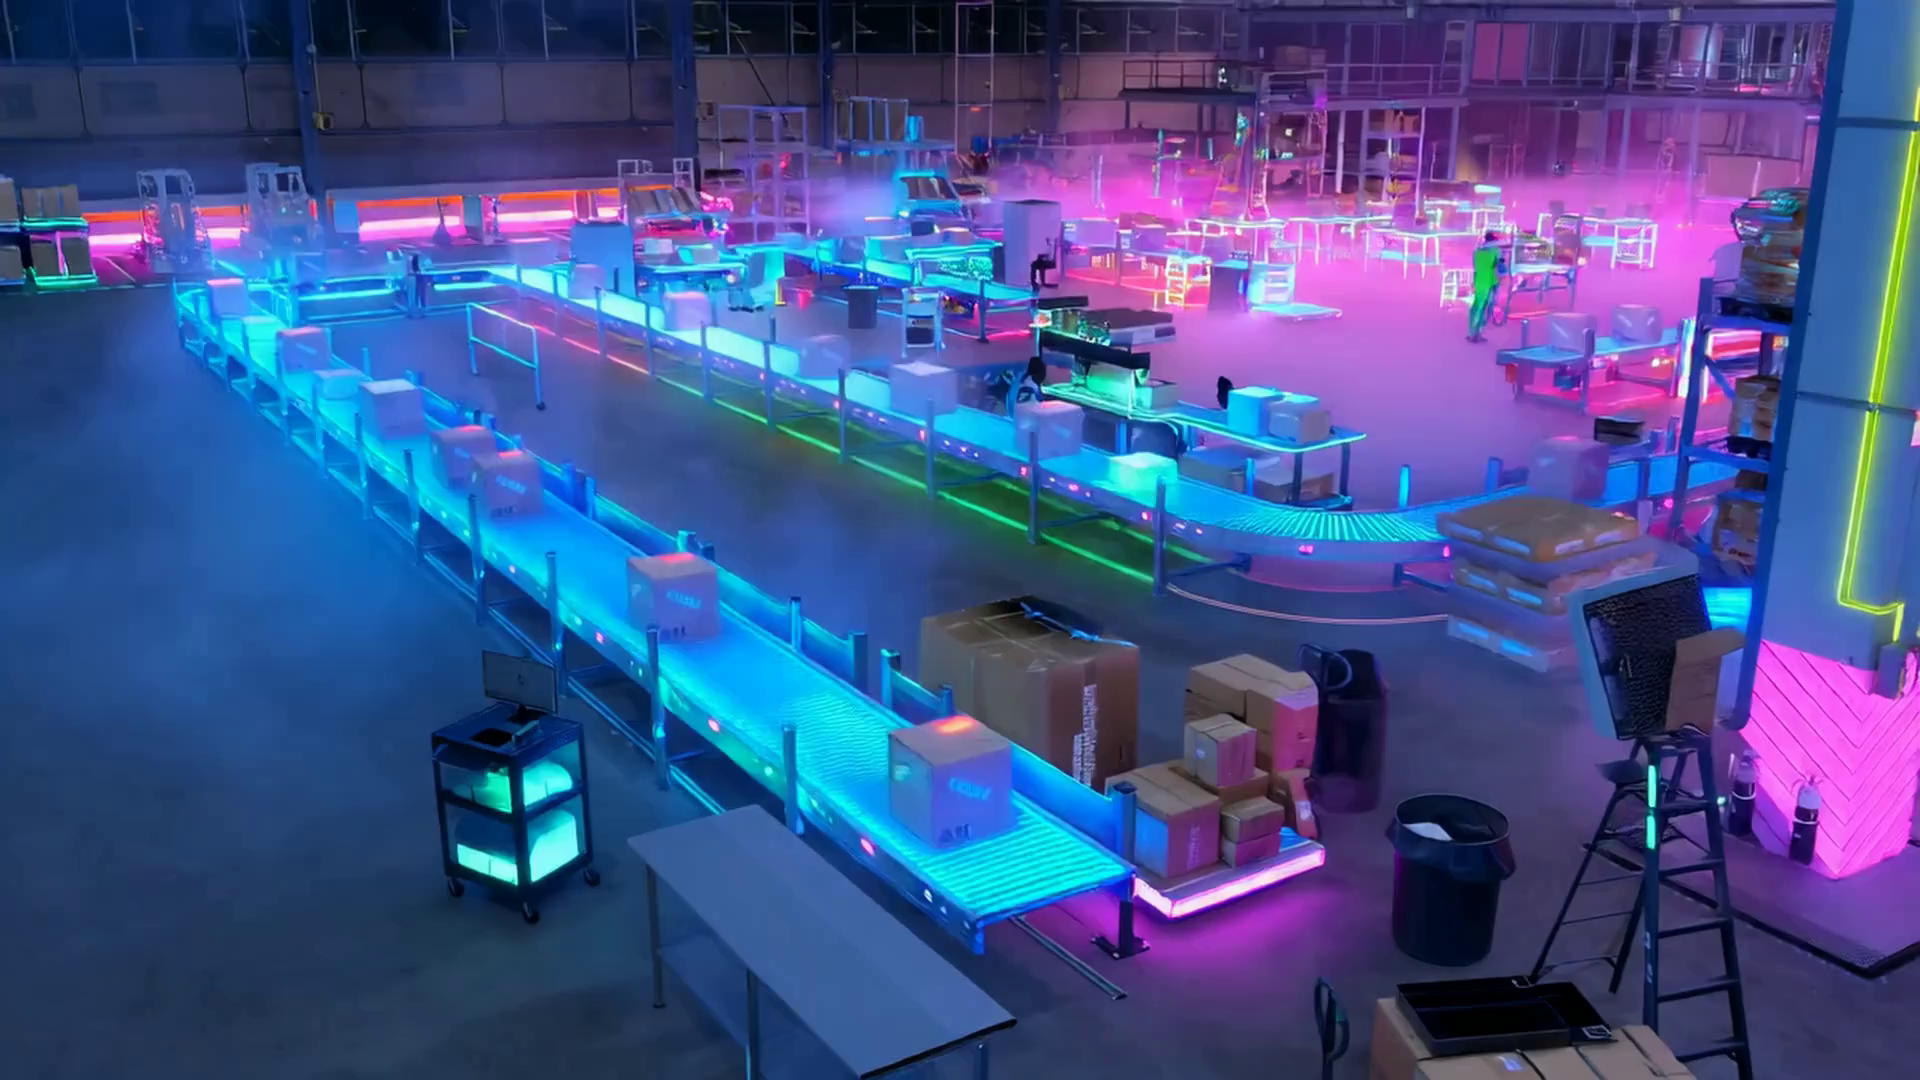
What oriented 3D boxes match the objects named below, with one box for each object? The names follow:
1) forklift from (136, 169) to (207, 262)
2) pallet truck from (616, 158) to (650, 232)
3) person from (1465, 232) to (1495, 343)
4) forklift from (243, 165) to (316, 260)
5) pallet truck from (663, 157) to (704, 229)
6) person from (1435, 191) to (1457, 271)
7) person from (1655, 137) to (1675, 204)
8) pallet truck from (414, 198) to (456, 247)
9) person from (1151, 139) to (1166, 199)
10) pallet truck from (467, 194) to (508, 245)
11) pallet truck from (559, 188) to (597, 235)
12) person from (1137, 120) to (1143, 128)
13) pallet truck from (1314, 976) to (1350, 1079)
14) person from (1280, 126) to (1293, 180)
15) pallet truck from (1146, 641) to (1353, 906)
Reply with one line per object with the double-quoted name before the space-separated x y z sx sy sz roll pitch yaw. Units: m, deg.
"forklift" -17.842 -7.318 37.559 1.157 1.987 2.680 -10 20 -31
"pallet truck" -8.918 -9.176 44.255 0.823 1.965 1.885 -9 19 -27
"person" 8.853 -4.284 28.203 0.533 1.864 0.310 -11 20 -31
"forklift" -15.898 -7.669 38.708 1.157 1.987 2.680 -11 20 -33
"pallet truck" -7.586 -9.308 44.692 0.823 1.965 1.885 -11 20 -33
"person" 10.868 -6.885 37.032 0.533 1.765 0.331 -11 20 -31
"person" 22.203 -11.604 52.257 0.614 2.040 0.390 -11 20 -31
"pallet truck" -13.250 -8.060 41.856 0.680 1.201 1.601 -10 20 -31
"person" 6.425 -12.029 53.940 0.584 1.882 0.337 -11 20 -31
"pallet truck" -11.983 -8.177 42.137 0.704 1.261 1.522 -11 20 -33
"pallet truck" -10.010 -8.652 43.699 0.653 1.274 1.630 -10 20 -31
"person" 7.081 -15.621 65.820 0.594 1.924 0.381 -11 20 -31
"pallet truck" 2.299 2.390 7.086 1.601 1.201 0.680 -2 17 -7
"person" 12.005 -14.197 61.069 0.551 1.932 0.378 -11 20 -31
"pallet truck" 1.664 1.407 10.232 1.630 1.274 0.653 -10 20 -31
